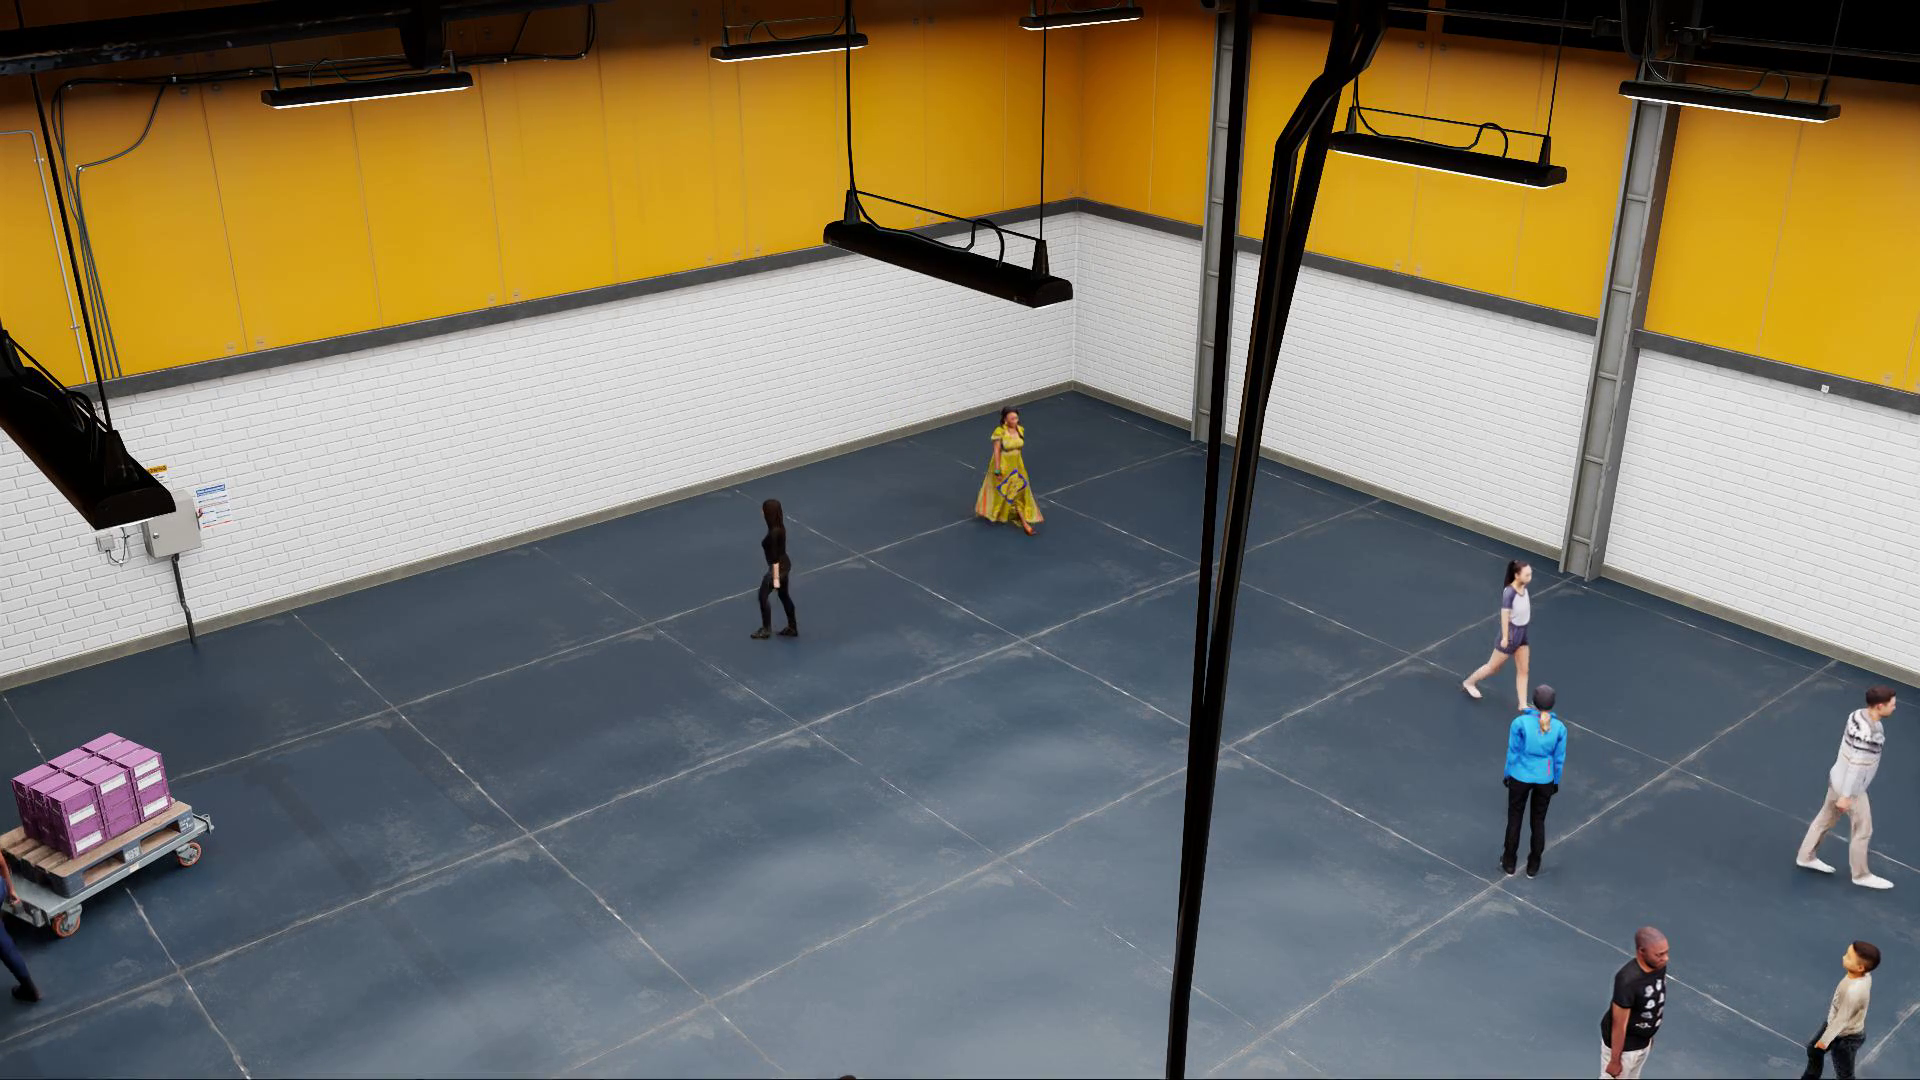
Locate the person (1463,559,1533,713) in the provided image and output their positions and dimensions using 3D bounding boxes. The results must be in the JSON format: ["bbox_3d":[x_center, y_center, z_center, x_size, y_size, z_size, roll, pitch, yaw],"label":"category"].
[{"bbox_3d":[5.458,0.957,16.716,0.637,1.613,1.043,-20,31,-38],"label":"person"}]

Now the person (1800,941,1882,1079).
[{"bbox_3d":[6.128,3.377,11.377,0.816,1.455,0.706,11,26,24],"label":"person"}]

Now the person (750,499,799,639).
[{"bbox_3d":[-1.907,0.340,18.121,0.880,1.618,0.816,3,24,6],"label":"person"}]

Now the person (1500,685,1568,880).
[{"bbox_3d":[4.819,2.031,14.026,0.657,1.800,0.755,6,24,13],"label":"person"}]

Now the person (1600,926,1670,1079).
[{"bbox_3d":[4.443,3.323,11.066,0.659,1.803,0.565,-19,30,-37],"label":"person"}]

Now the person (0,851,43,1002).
[{"bbox_3d":[-7.242,2.752,12.492,1.152,1.707,0.934,9,25,19],"label":"person"}]

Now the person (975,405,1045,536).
[{"bbox_3d":[0.537,-0.908,20.991,0.739,1.607,1.201,-18,29,-35],"label":"person"}]

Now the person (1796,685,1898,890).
[{"bbox_3d":[7.390,2.030,13.983,1.113,1.835,0.989,9,25,19],"label":"person"}]
